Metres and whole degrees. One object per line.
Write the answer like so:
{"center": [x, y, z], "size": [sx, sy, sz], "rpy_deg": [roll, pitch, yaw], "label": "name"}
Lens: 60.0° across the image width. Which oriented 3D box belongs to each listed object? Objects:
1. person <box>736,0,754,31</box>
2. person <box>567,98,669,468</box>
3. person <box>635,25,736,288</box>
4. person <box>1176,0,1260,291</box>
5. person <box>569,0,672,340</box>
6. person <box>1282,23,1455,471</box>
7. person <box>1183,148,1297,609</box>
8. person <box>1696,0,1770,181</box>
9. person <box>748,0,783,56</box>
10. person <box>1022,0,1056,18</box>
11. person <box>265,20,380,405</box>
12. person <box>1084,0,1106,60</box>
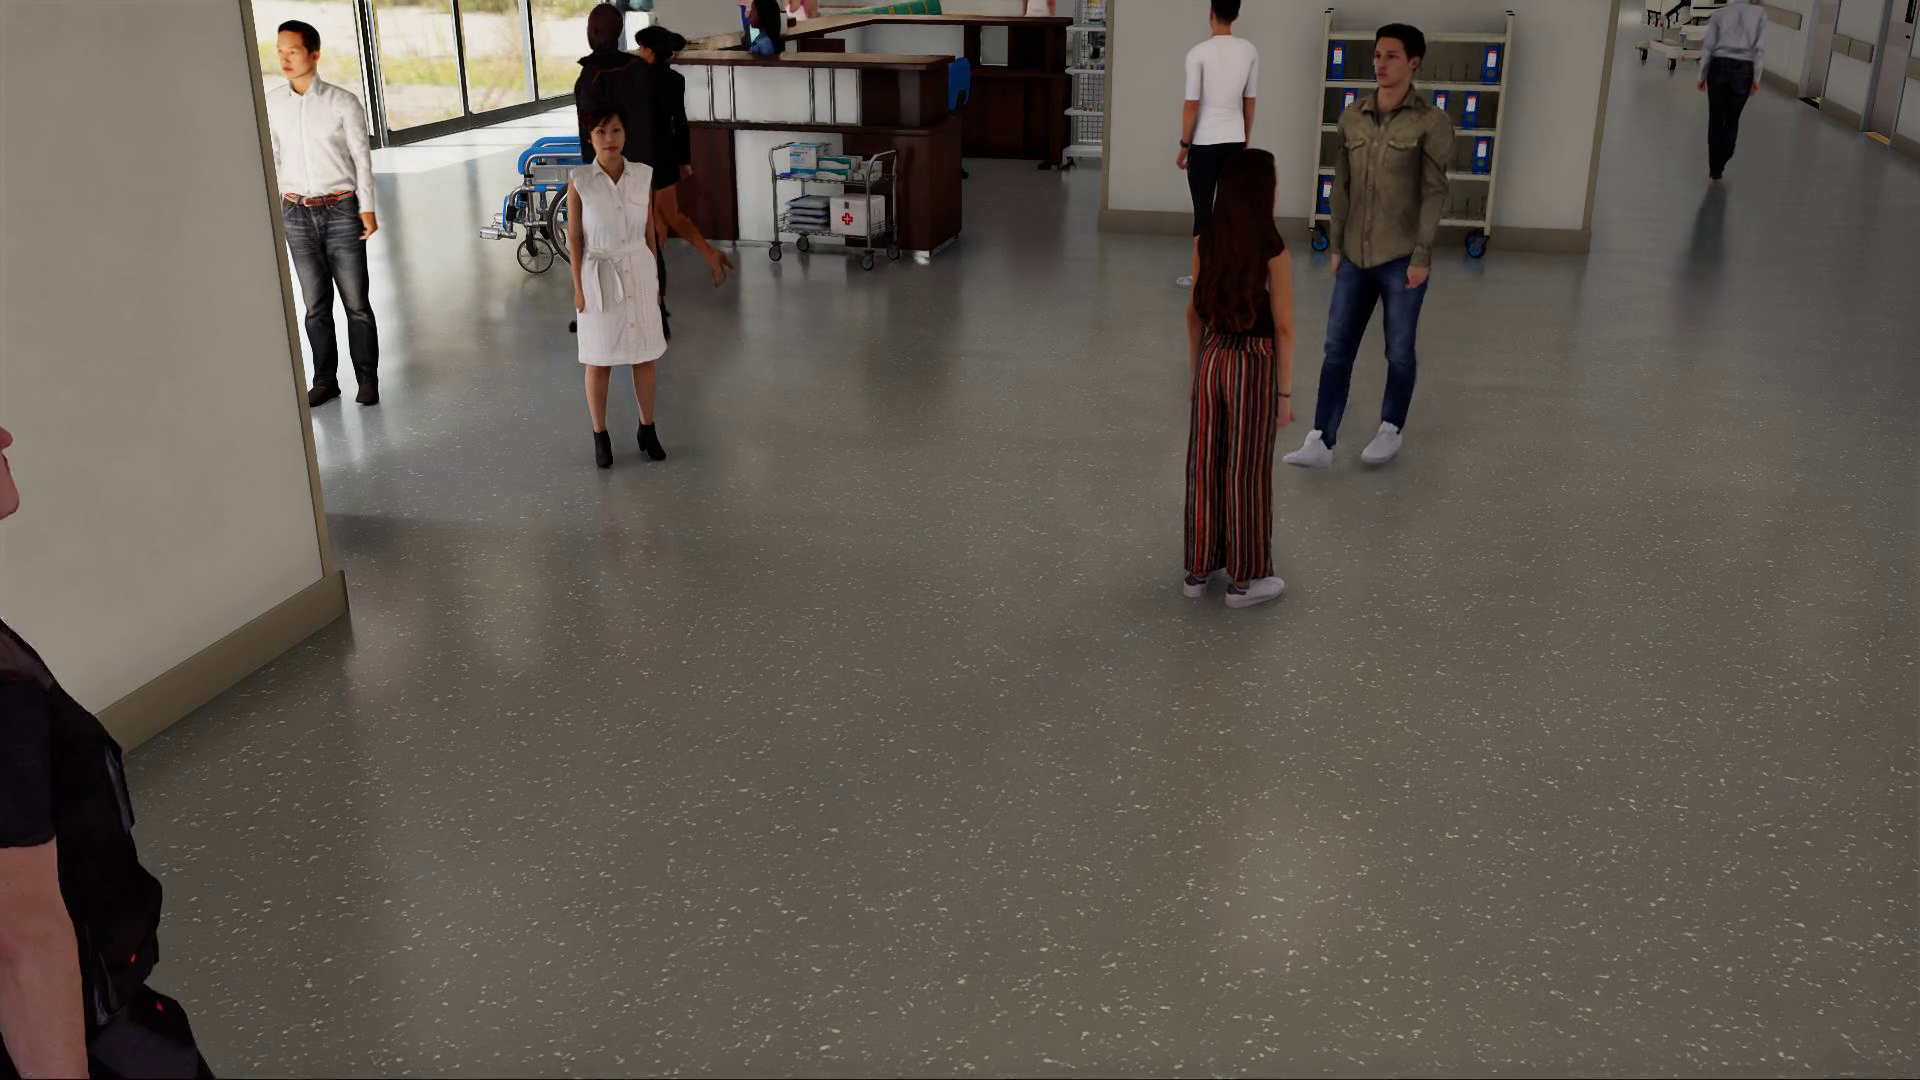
{"center": [-3.125, -7.829, 24.603], "size": [0.702, 1.769, 0.717], "rpy_deg": [-4, 21, -10], "label": "person"}
{"center": [-1.471, -1.097, 7.130], "size": [0.634, 1.556, 0.700], "rpy_deg": [-11, 23, -26], "label": "person"}
{"center": [-1.746, -2.270, 10.132], "size": [0.933, 1.623, 0.585], "rpy_deg": [6, 22, 16], "label": "person"}
{"center": [1.614, -2.488, 10.385], "size": [0.718, 1.851, 0.821], "rpy_deg": [-7, 22, -18], "label": "person"}
{"center": [-1.789, -1.981, 9.105], "size": [0.955, 1.810, 0.868], "rpy_deg": [16, 26, 35], "label": "person"}
{"center": [1.840, -1.198, 7.000], "size": [1.087, 1.836, 1.052], "rpy_deg": [17, 26, 37], "label": "person"}
{"center": [0.943, -0.549, 5.676], "size": [0.582, 1.560, 0.695], "rpy_deg": [17, 27, 38], "label": "person"}
{"center": [6.773, -4.052, 14.632], "size": [1.147, 1.769, 0.830], "rpy_deg": [8, 22, 20], "label": "person"}
{"center": [-1.402, -3.083, 12.151], "size": [0.635, 1.713, 0.664], "rpy_deg": [-2, 21, -6], "label": "person"}
{"center": [1.075, -7.340, 23.398], "size": [0.717, 1.708, 0.728], "rpy_deg": [7, 22, 19], "label": "person"}
{"center": [-3.041, -1.549, 7.965], "size": [0.591, 1.810, 0.787], "rpy_deg": [-1, 21, -2], "label": "person"}
{"center": [2.220, -8.452, 26.955], "size": [0.572, 1.268, 0.646], "rpy_deg": [14, 25, 33], "label": "person"}
